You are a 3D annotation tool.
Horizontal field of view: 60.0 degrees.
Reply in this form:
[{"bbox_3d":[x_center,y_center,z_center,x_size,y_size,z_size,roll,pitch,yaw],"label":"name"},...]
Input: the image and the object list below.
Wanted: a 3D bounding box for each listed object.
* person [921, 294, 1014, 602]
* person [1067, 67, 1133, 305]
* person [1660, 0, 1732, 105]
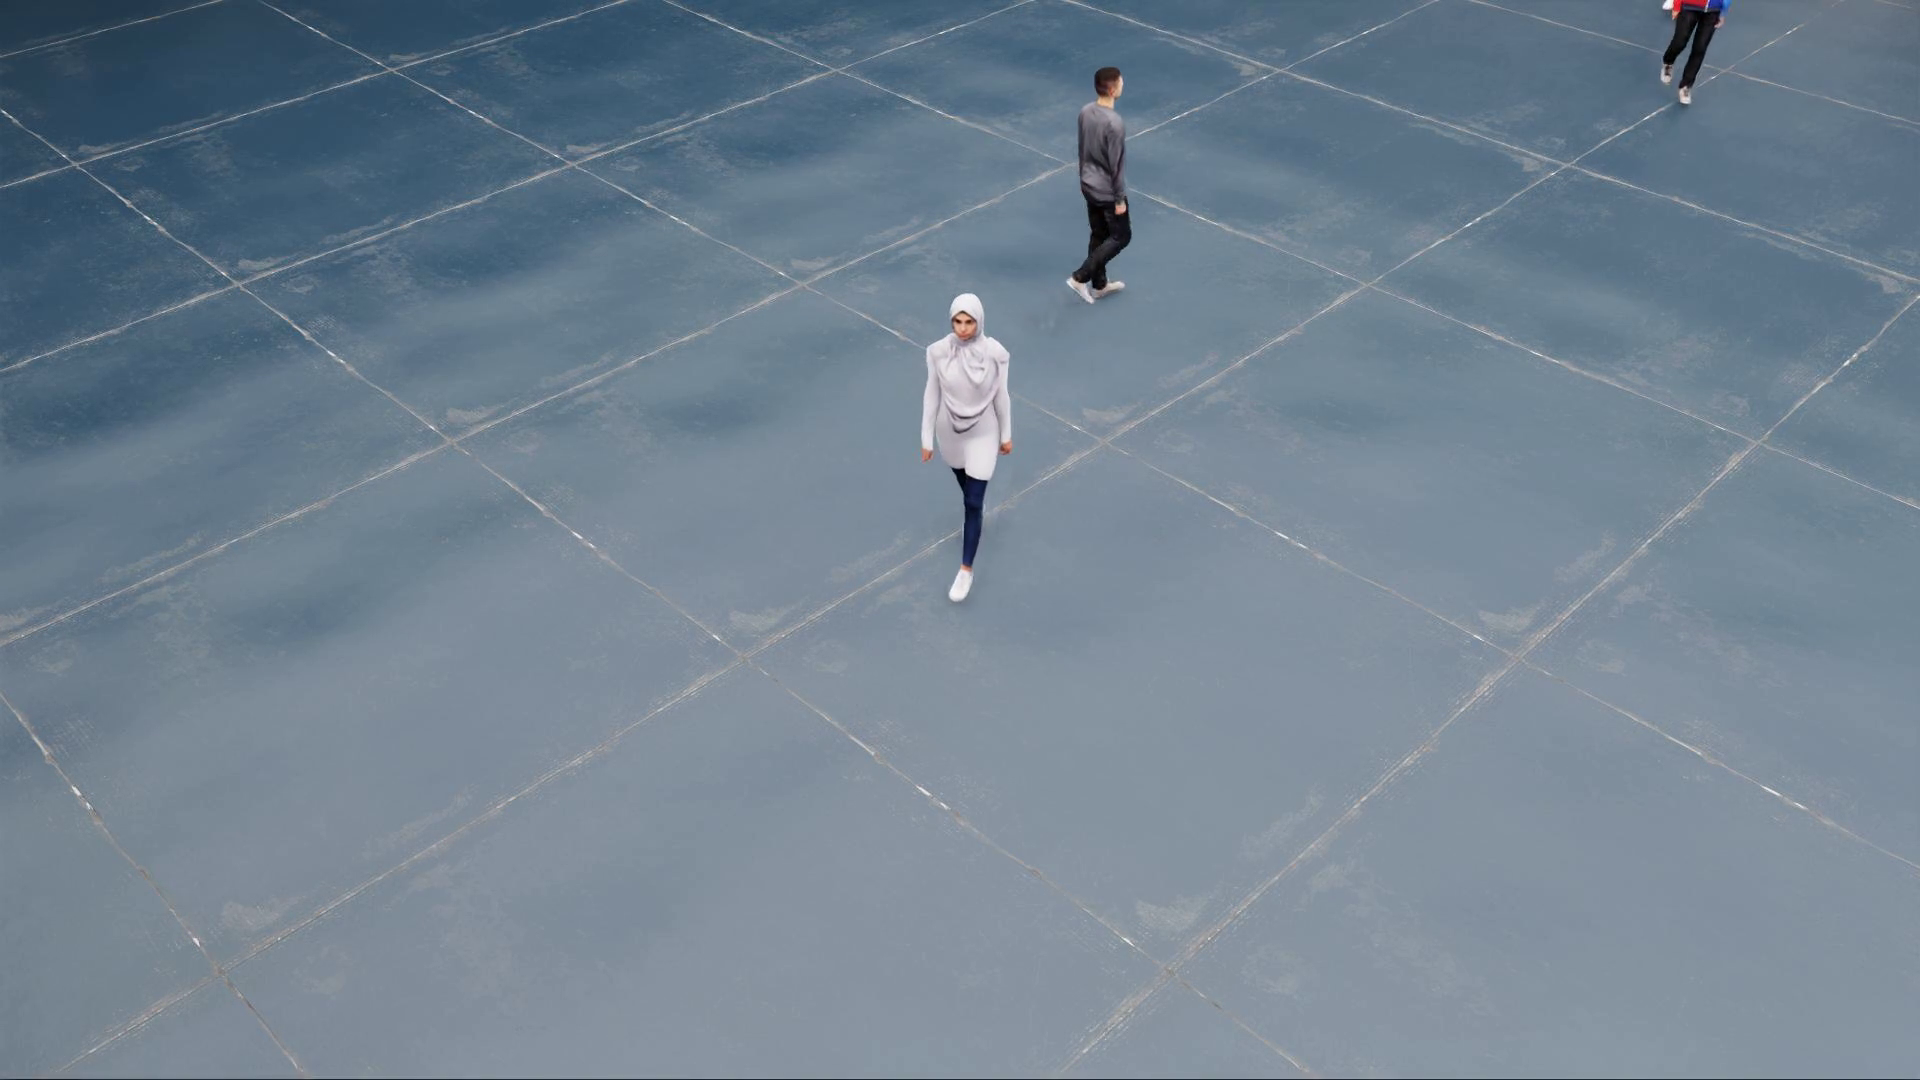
[{"bbox_3d":[0.058,-0.620,9.352,1.018,1.730,1.229,9,38,11],"label":"person"},{"bbox_3d":[0.960,-2.457,11.748,0.857,1.755,0.714,-22,42,-26],"label":"person"},{"bbox_3d":[6.624,-4.821,14.865,0.849,1.746,0.922,5,38,7],"label":"person"}]
